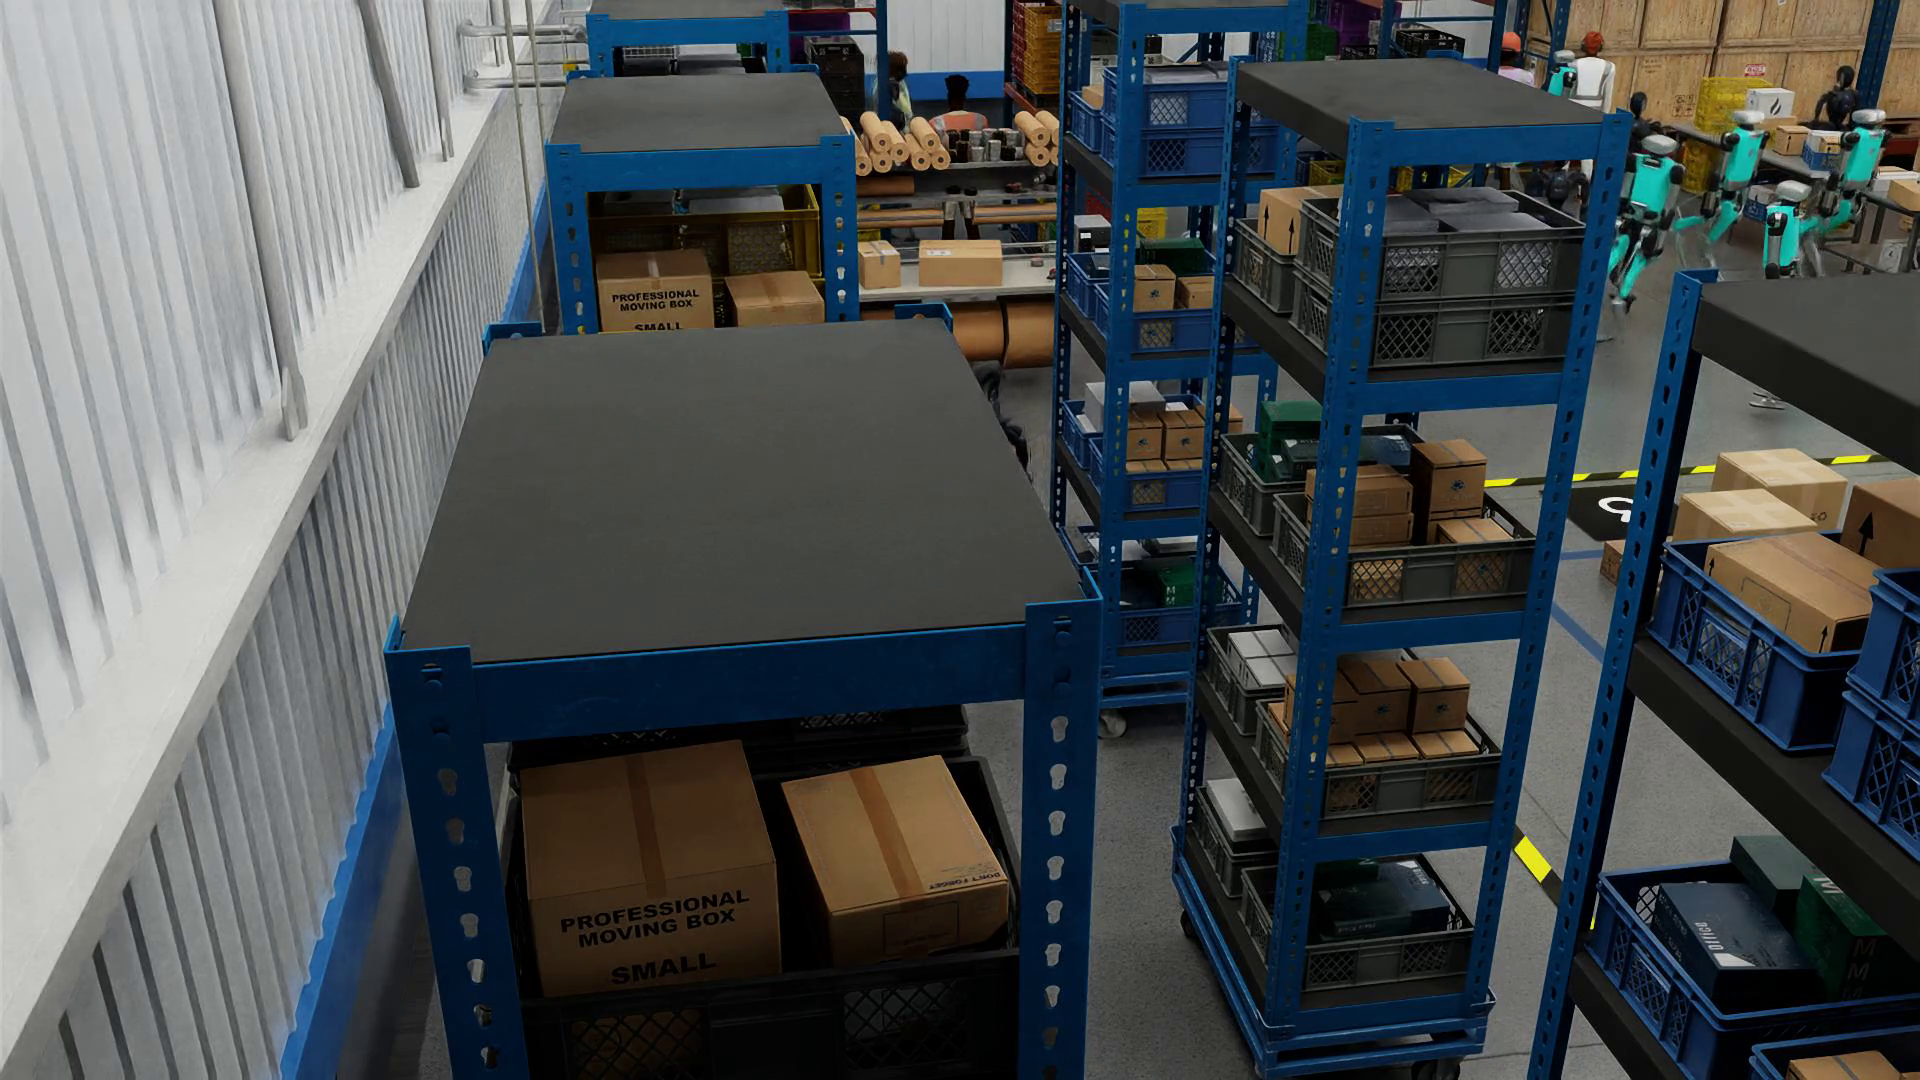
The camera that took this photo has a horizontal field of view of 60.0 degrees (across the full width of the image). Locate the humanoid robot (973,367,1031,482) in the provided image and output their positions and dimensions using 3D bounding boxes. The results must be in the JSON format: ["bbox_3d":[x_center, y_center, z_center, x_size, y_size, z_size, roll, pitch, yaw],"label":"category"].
[{"bbox_3d":[0.145,-0.163,8.963,0.609,1.644,0.402,16,29,30],"label":"humanoid robot"}]

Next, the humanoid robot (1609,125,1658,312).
[{"bbox_3d":[6.032,-2.858,14.862,0.587,1.640,0.657,-3,25,-7],"label":"humanoid robot"}]

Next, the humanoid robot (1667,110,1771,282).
[{"bbox_3d":[6.880,-3.071,15.230,0.538,1.770,0.896,-12,27,-25],"label":"humanoid robot"}]

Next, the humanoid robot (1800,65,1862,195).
[{"bbox_3d":[9.498,-4.370,18.178,0.605,1.625,0.762,-5,25,-10],"label":"humanoid robot"}]

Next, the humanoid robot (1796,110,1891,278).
[{"bbox_3d":[7.950,-3.084,15.250,0.537,1.768,0.727,-11,27,-22],"label":"humanoid robot"}]

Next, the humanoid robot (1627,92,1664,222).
[{"bbox_3d":[6.701,-3.641,16.607,0.601,1.646,0.778,10,27,21],"label":"humanoid robot"}]

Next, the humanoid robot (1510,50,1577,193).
[{"bbox_3d":[6.235,-4.463,18.124,0.747,1.696,0.530,1,25,2],"label":"humanoid robot"}]

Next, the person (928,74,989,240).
[{"bbox_3d":[-0.023,-3.348,15.548,0.602,1.966,0.368,-7,26,-15],"label":"person"}]

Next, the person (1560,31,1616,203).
[{"bbox_3d":[6.987,-4.739,18.673,0.570,1.877,0.338,5,25,10],"label":"person"}]

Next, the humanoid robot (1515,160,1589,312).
[{"bbox_3d":[5.118,-2.627,14.373,0.609,1.640,0.498,5,25,10],"label":"humanoid robot"}]

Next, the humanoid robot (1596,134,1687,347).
[{"bbox_3d":[5.544,-2.425,13.871,0.665,1.839,0.563,-19,31,-35],"label":"humanoid robot"}]

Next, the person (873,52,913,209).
[{"bbox_3d":[-0.650,-4.269,17.723,0.557,1.821,0.632,8,26,16],"label":"person"}]

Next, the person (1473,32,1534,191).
[{"bbox_3d":[5.645,-4.281,17.484,0.607,2.044,0.391,7,26,15],"label":"person"}]

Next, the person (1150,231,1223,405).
[{"bbox_3d":[1.456,-1.096,10.787,0.589,1.852,0.397,-3,25,-7],"label":"person"}]

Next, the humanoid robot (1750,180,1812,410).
[{"bbox_3d":[6.204,-1.771,12.230,0.735,1.677,0.533,16,29,31],"label":"humanoid robot"}]

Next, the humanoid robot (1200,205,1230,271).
[{"bbox_3d":[2.401,-3.321,15.783,0.533,1.769,0.876,-4,25,-8],"label":"humanoid robot"}]

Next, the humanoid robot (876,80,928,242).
[{"bbox_3d":[-0.602,-3.898,17.102,0.525,1.652,0.604,-2,25,-4],"label":"humanoid robot"}]
